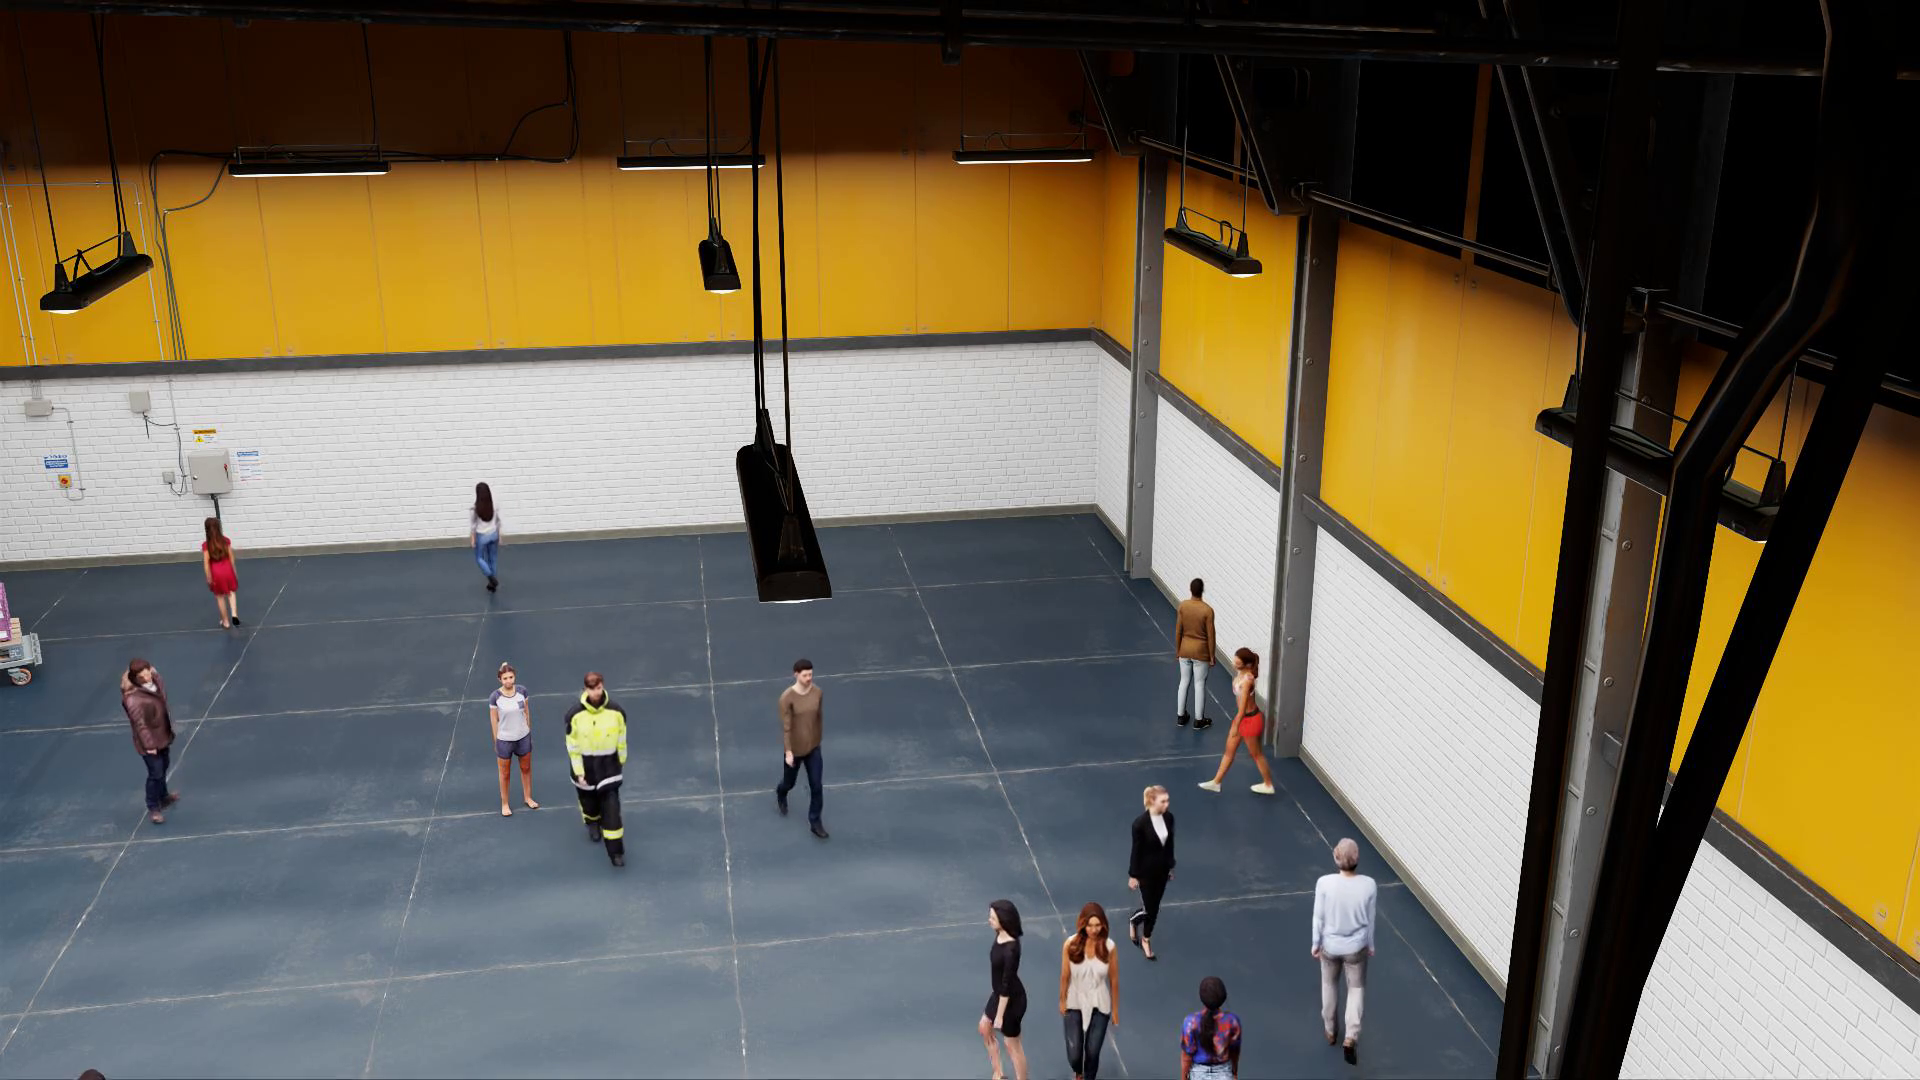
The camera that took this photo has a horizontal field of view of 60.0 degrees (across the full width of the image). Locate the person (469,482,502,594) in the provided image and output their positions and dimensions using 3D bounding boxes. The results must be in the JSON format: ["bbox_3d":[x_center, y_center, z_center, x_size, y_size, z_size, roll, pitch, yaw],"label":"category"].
[{"bbox_3d":[-6.624,-0.005,23.395,0.777,1.621,0.828,-15,24,-38],"label":"person"}]

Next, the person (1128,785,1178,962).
[{"bbox_3d":[1.632,2.903,14.644,0.748,1.694,0.782,-12,22,-31],"label":"person"}]

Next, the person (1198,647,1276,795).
[{"bbox_3d":[3.103,1.921,17.495,0.856,1.736,1.060,3,19,10],"label":"person"}]

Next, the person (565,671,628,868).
[{"bbox_3d":[-3.612,2.181,16.419,0.848,1.931,1.246,-6,20,-18],"label":"person"}]

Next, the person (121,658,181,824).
[{"bbox_3d":[-8.337,1.992,17.174,0.971,1.807,0.639,-4,19,-12],"label":"person"}]

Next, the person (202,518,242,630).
[{"bbox_3d":[-9.814,0.460,22.139,0.723,1.542,0.823,-14,23,-36],"label":"person"}]

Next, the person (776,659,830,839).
[{"bbox_3d":[-1.645,2.073,16.850,0.902,1.861,1.200,-10,21,-28],"label":"person"}]

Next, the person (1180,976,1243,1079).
[{"bbox_3d":[1.763,3.896,11.668,0.788,1.712,1.219,2,19,6],"label":"person"}]

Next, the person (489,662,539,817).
[{"bbox_3d":[-4.648,2.053,17.279,0.654,1.625,0.657,-13,22,-33],"label":"person"}]

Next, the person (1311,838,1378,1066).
[{"bbox_3d":[3.064,3.292,13.214,0.900,1.871,1.125,4,19,10],"label":"person"}]

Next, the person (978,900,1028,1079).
[{"bbox_3d":[0.454,3.537,12.613,0.720,1.790,0.607,-1,19,-4],"label":"person"}]

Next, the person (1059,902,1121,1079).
[{"bbox_3d":[0.967,3.514,12.707,0.666,1.773,0.670,1,19,3],"label":"person"}]

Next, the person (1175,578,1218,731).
[{"bbox_3d":[2.711,1.298,19.219,0.716,1.816,0.765,11,22,31],"label":"person"}]
